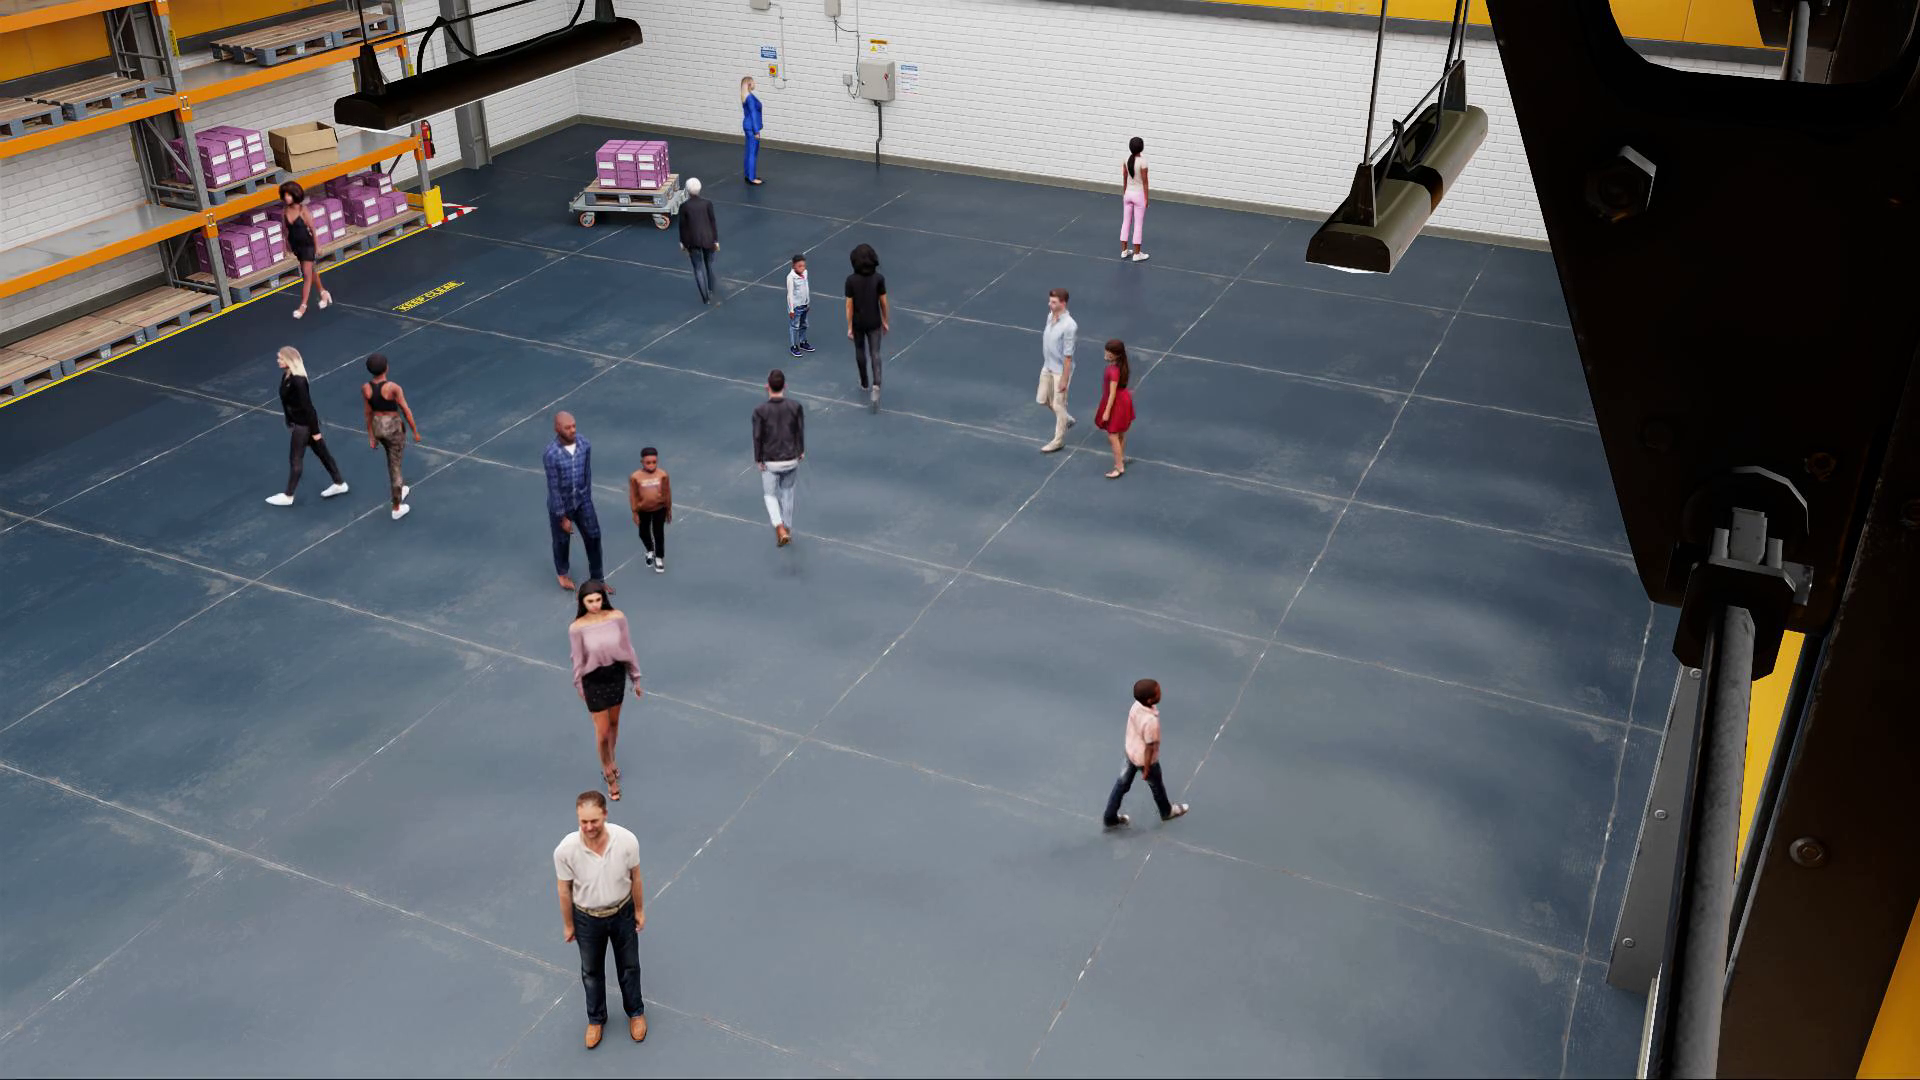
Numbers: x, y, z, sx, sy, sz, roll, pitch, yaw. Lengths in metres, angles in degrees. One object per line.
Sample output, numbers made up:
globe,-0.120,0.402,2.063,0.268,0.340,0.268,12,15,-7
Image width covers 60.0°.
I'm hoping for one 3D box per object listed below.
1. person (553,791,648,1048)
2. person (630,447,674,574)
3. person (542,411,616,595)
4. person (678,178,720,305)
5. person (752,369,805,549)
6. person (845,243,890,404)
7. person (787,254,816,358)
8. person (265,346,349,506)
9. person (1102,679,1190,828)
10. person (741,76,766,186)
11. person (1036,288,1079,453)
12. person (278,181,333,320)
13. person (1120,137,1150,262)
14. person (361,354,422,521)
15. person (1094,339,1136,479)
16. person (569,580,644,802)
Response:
person,-2.180,2.279,10.212,0.751,1.856,0.776,-5,29,-10
person,-2.895,-0.320,15.608,0.642,1.250,0.693,-6,29,-12
person,-3.609,-0.368,15.138,0.998,1.785,0.947,-21,35,-33
person,-3.371,-3.865,21.874,1.064,1.769,1.061,-8,30,-14
person,-1.688,-0.732,15.765,0.917,1.823,0.982,-9,30,-16
person,-1.056,-2.455,18.939,0.999,1.810,1.152,-4,29,-7
person,-1.967,-2.897,20.323,0.592,1.259,0.486,22,35,34
person,-6.493,-1.166,16.737,1.141,1.655,0.995,-16,32,-27
person,1.264,1.575,12.106,0.936,1.278,0.862,-11,30,-19
person,-3.340,-6.546,26.552,0.758,1.700,0.700,-10,30,-18
person,1.135,-1.823,17.756,0.891,1.832,0.827,-15,32,-26
person,-8.389,-3.749,21.375,0.722,1.748,1.129,7,29,13
person,2.450,-4.791,23.291,0.631,1.742,0.613,25,37,37
person,-5.661,-0.993,16.393,0.695,1.680,0.866,7,29,12
person,1.658,-1.439,17.373,0.850,1.526,0.673,12,31,21
person,-2.701,1.054,12.522,0.831,1.794,0.883,-16,33,-27
